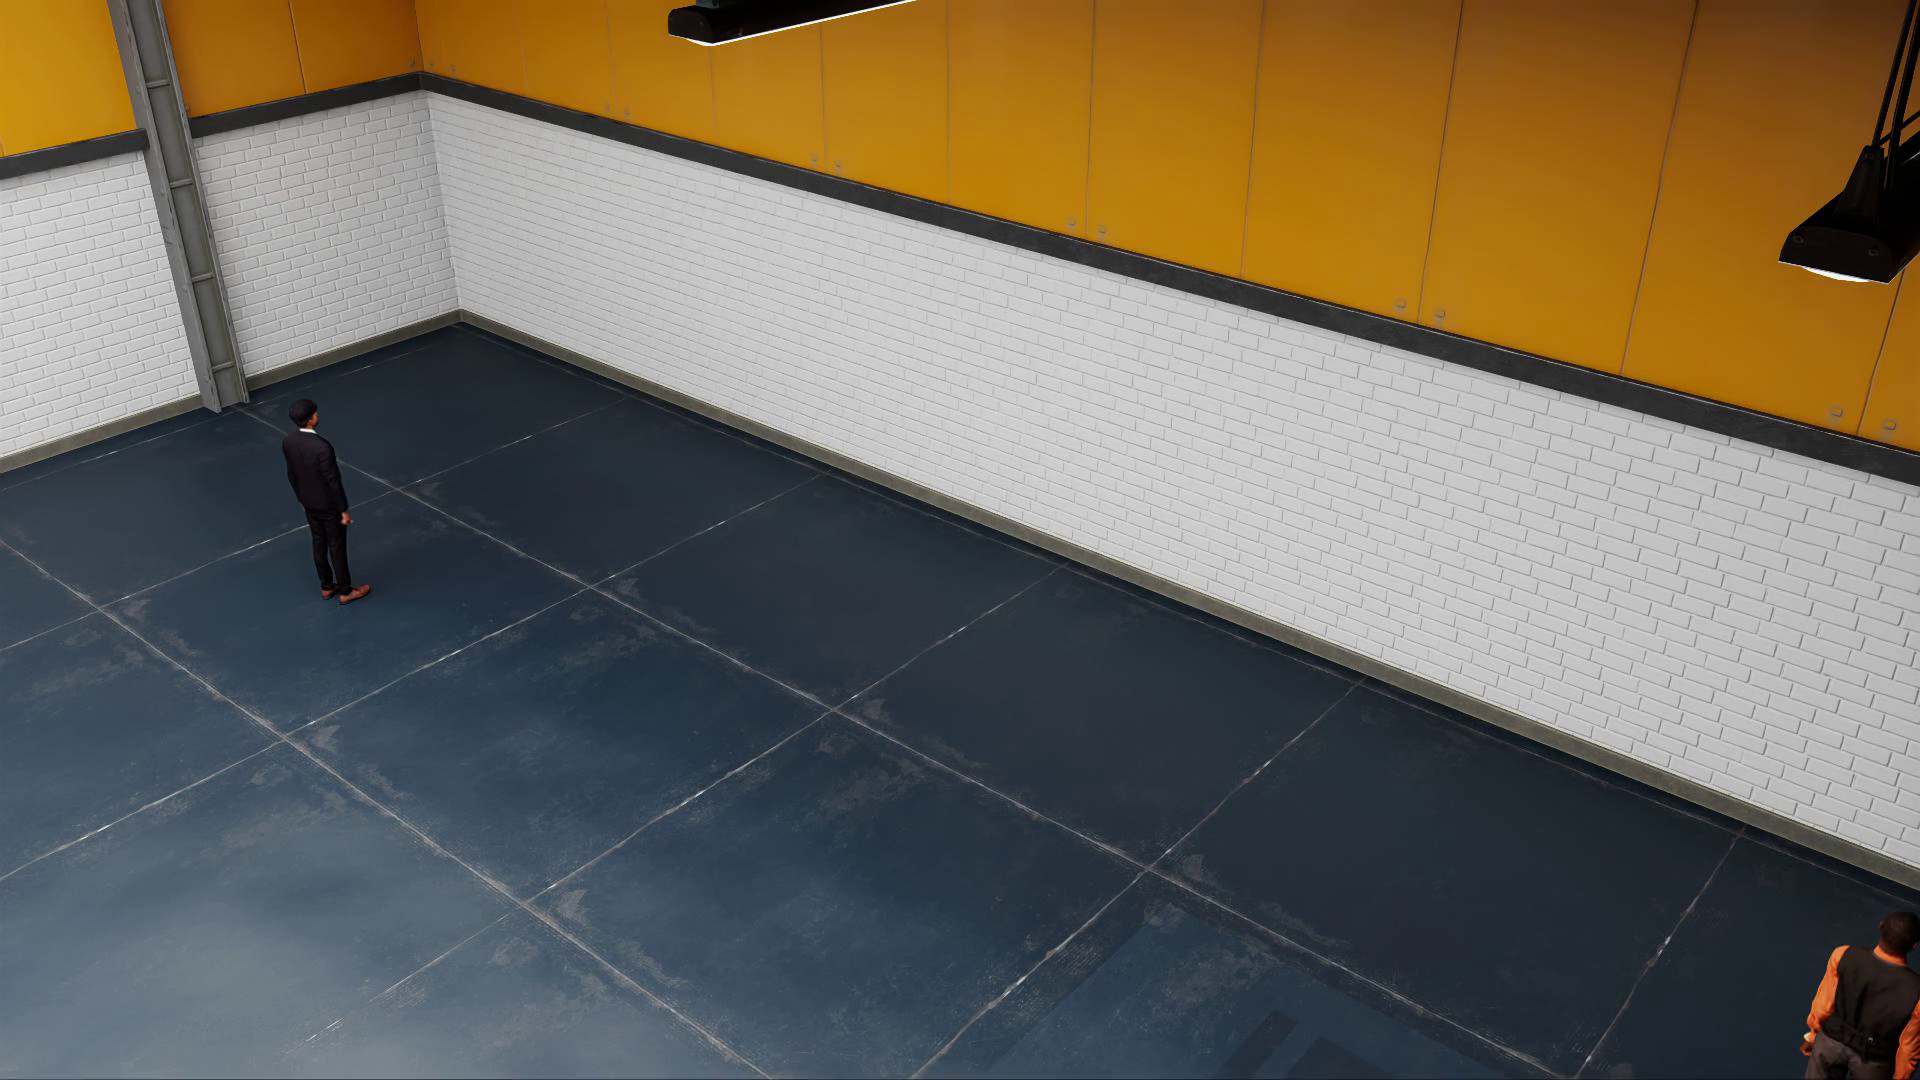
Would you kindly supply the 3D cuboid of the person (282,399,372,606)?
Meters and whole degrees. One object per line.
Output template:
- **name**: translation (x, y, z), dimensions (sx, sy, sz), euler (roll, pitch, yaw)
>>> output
- **person**: translation (-5.475, -0.333, 14.246), dimensions (0.747, 1.884, 0.643), euler (13, 31, 23)

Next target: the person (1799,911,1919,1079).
- **person**: translation (4.667, 2.694, 8.672), dimensions (0.624, 1.908, 0.716), euler (-25, 38, -38)
